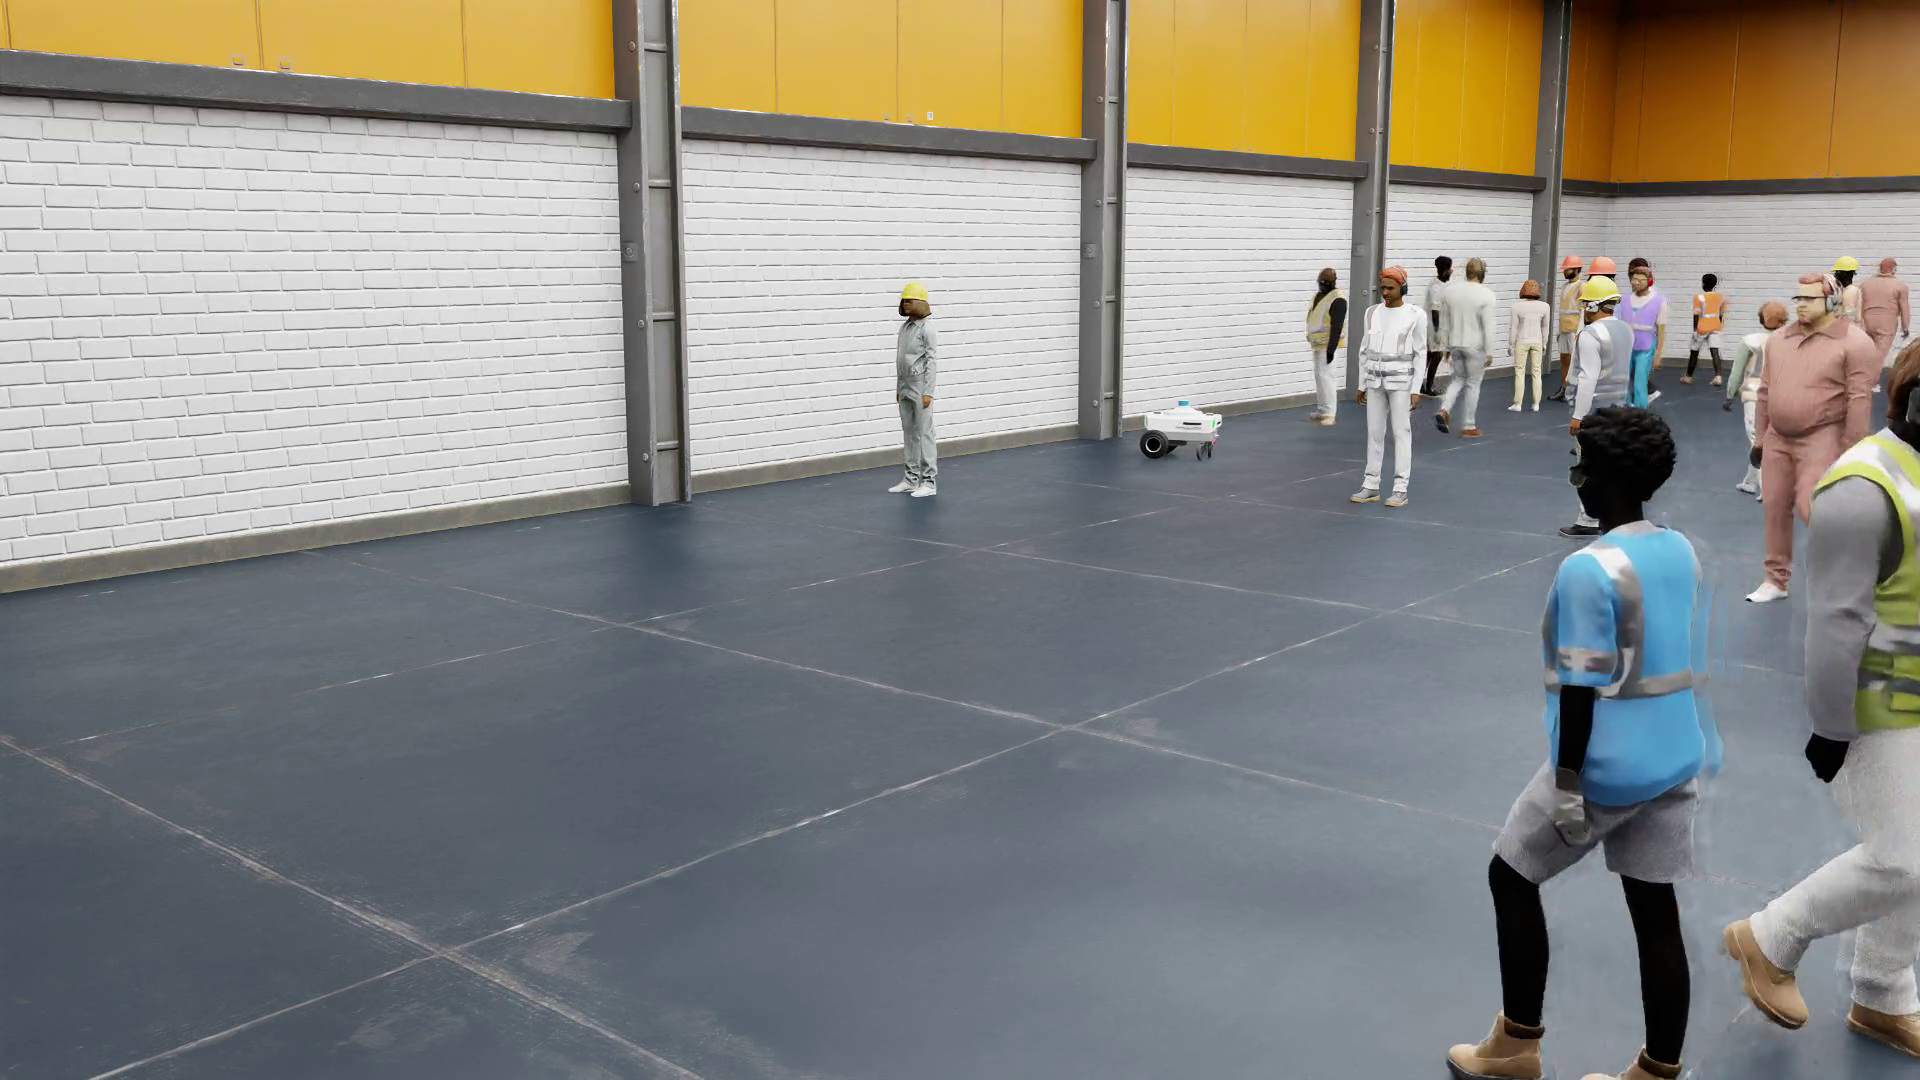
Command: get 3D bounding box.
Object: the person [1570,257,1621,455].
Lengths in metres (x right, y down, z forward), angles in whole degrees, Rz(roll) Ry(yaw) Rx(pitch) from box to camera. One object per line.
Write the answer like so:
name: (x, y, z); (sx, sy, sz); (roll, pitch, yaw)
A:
person: (6.129, -1.741, 15.980); (0.364, 1.939, 0.542); (2, 10, 9)

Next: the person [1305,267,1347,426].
person: (4.166, -2.224, 19.143); (0.434, 1.806, 0.778); (-2, 10, -11)

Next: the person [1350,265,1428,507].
person: (3.381, -1.209, 13.103); (0.356, 1.887, 0.572); (-10, 14, -44)

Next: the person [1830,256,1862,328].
person: (10.199, -2.308, 19.242); (0.369, 1.928, 0.585); (5, 11, 27)

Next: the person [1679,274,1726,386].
person: (11.022, -3.094, 24.530); (0.537, 1.652, 0.894); (-1, 10, -7)

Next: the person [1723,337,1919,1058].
person: (2.306, 0.404, 4.105); (0.632, 1.830, 0.478); (-8, 13, -37)

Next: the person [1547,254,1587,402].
person: (8.014, -2.775, 21.877); (0.370, 1.935, 0.550); (-2, 10, -13)

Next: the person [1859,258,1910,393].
person: (13.014, -3.010, 23.373); (0.789, 1.875, 0.666); (-7, 12, -36)

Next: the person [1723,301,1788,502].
person: (6.489, -1.120, 13.410); (0.511, 1.600, 0.852); (-1, 10, -3)

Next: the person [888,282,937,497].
person: (-0.377, -1.229, 13.619); (0.285, 1.746, 0.491); (-7, 12, -35)

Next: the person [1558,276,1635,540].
person: (4.430, -0.919, 11.605); (0.600, 1.829, 0.404); (-9, 13, -41)

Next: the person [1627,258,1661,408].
person: (8.472, -2.556, 20.719); (0.428, 1.903, 0.608); (3, 10, 16)

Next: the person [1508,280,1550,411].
person: (7.053, -2.409, 20.655); (0.498, 1.633, 0.285); (0, 10, -1)

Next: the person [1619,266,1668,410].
person: (7.229, -2.003, 17.779); (0.448, 1.830, 0.602); (-8, 13, -37)

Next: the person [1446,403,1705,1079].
person: (1.477, 0.517, 3.900); (0.540, 1.664, 0.655); (-7, 12, -36)

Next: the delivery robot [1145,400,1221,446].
delivery robot: (2.161, -1.116, 16.099); (0.707, 0.478, 0.477); (3, 11, 19)

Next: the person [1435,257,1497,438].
person: (5.383, -2.031, 17.671); (0.504, 1.925, 0.644); (-7, 12, -36)

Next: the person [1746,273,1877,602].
person: (4.847, -0.566, 9.455); (0.559, 1.892, 0.650); (-5, 11, -26)

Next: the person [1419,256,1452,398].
person: (6.416, -2.888, 22.576); (0.487, 1.922, 0.693); (4, 11, 21)
